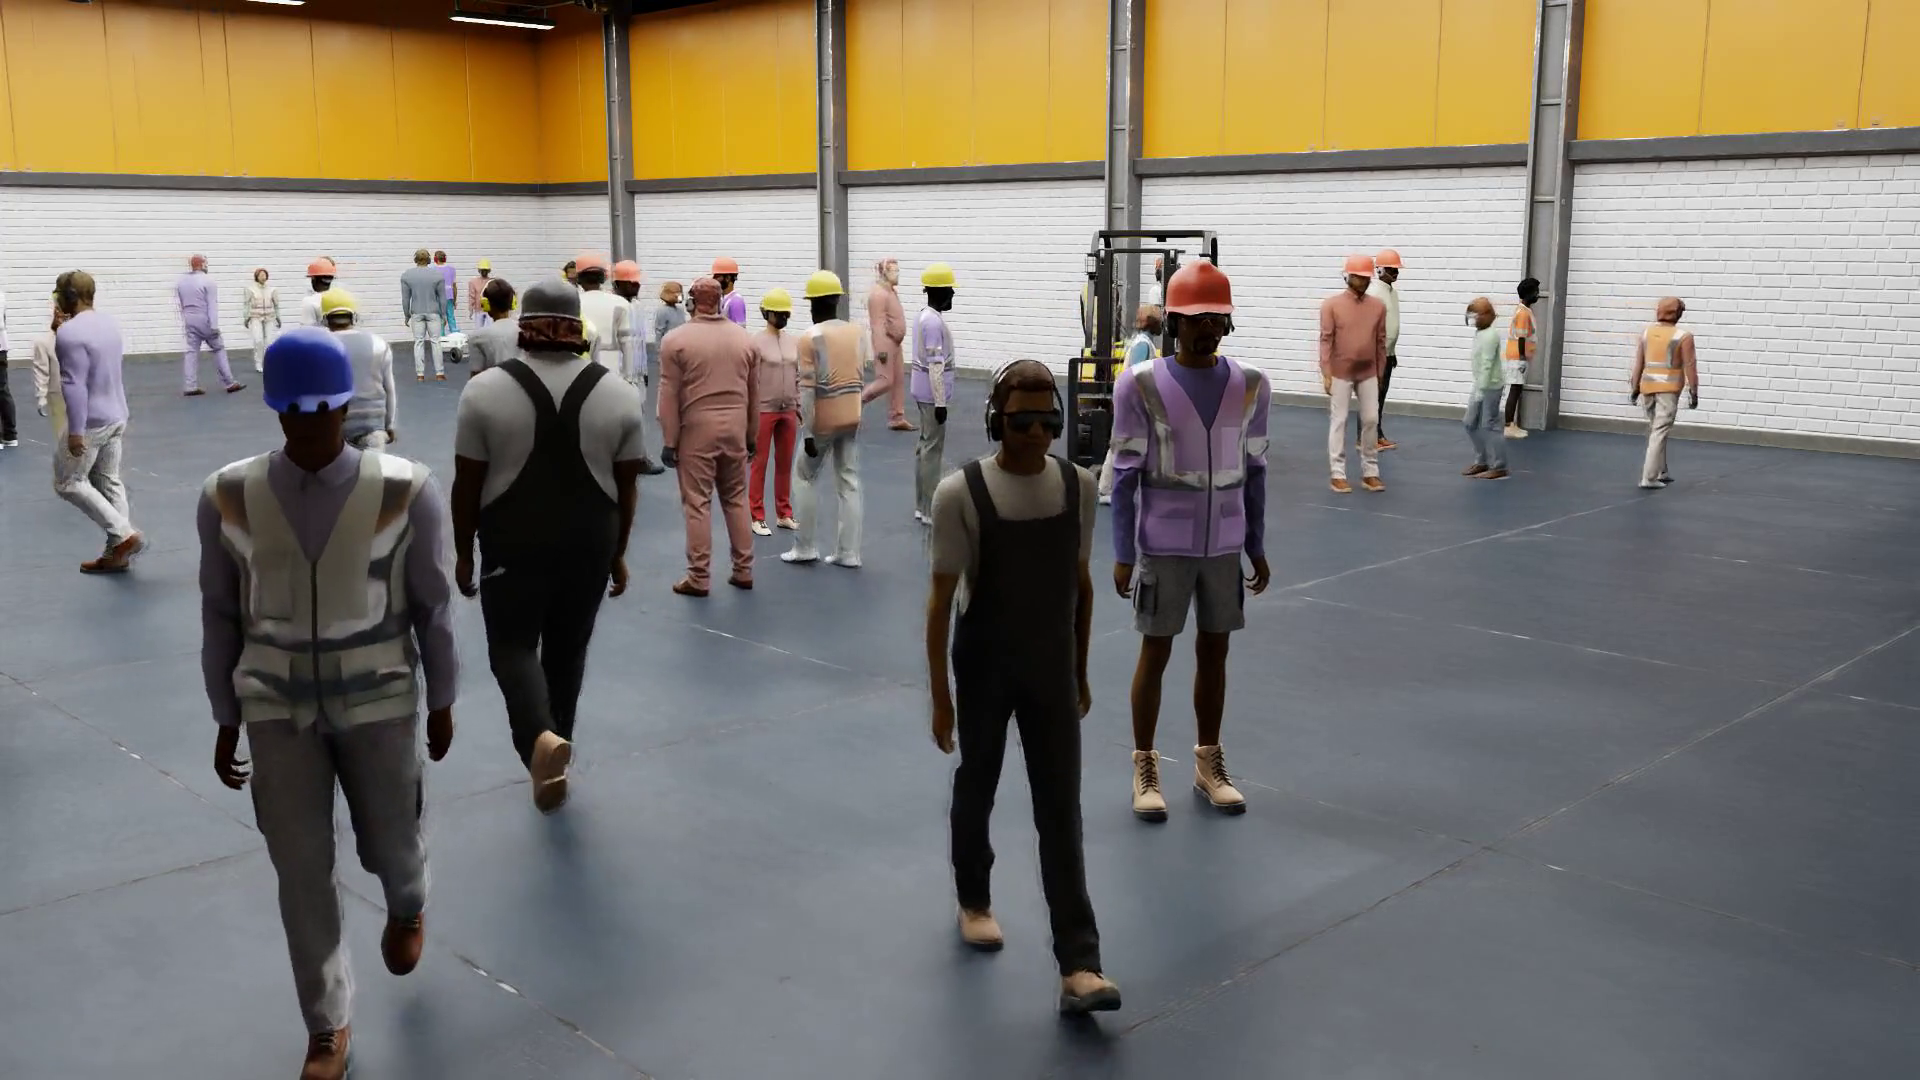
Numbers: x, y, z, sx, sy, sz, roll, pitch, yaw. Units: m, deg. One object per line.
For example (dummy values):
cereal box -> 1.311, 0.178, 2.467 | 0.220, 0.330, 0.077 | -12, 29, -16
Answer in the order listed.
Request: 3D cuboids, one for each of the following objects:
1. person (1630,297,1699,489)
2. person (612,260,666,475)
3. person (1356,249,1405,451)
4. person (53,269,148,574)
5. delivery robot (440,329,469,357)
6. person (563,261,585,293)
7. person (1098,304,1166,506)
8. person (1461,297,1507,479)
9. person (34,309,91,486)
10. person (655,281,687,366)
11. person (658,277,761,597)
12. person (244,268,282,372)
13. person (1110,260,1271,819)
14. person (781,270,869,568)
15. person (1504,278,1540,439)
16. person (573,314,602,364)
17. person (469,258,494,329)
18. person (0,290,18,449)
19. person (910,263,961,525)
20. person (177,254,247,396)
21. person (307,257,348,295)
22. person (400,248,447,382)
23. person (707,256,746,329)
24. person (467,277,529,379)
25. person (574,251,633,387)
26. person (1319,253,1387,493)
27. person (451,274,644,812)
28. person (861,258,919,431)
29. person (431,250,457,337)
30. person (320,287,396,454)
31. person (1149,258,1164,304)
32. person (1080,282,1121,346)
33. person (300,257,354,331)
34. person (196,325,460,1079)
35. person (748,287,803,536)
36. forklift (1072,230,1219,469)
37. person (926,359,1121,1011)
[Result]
person -> 6.015, -1.246, 14.090 | 0.696, 1.606, 0.552 | -6, 12, -30
person -> -3.031, -1.542, 14.890 | 0.770, 1.919, 0.554 | 3, 11, 18
person -> 4.193, -1.881, 16.524 | 0.397, 1.992, 0.621 | 8, 13, 37
person -> -5.418, -0.718, 10.375 | 0.434, 1.923, 0.649 | 0, 10, -3
delivery robot -> -8.461, -3.315, 28.021 | 0.707, 0.478, 0.477 | 9, 14, 40
person -> -4.583, -2.398, 19.816 | 0.529, 1.813, 0.992 | -5, 11, -24
person -> 1.469, -1.034, 12.988 | 0.868, 1.582, 0.560 | 1, 10, 4
person -> 4.588, -1.310, 14.460 | 0.489, 1.594, 0.522 | 0, 10, 0
person -> -7.274, -1.156, 13.631 | 0.502, 1.605, 0.746 | -5, 11, -25
person -> -3.177, -2.100, 18.771 | 0.651, 1.611, 0.513 | 3, 11, 18
person -> -1.493, -0.617, 9.954 | 0.653, 1.889, 0.430 | -7, 13, -35
person -> -10.833, -3.415, 25.878 | 0.551, 1.621, 0.405 | -9, 14, -41
person -> 0.855, 0.009, 6.087 | 0.615, 2.042, 0.372 | -3, 11, -14
person -> -0.897, -0.774, 10.733 | 0.601, 1.907, 0.660 | -9, 14, -41
person -> 5.923, -1.916, 17.558 | 0.321, 1.690, 0.530 | 4, 11, 19
person -> -3.108, -1.130, 13.026 | 0.622, 1.787, 0.990 | -10, 14, -42
person -> -7.938, -3.840, 27.863 | 0.533, 1.746, 0.587 | -1, 10, -7
person -> -9.726, -1.856, 16.626 | 0.378, 1.914, 0.609 | 1, 10, 7
person -> -0.179, -1.073, 12.305 | 0.368, 1.928, 0.585 | -2, 11, -9
person -> -10.114, -2.895, 22.390 | 0.669, 1.864, 0.914 | 4, 11, 20
person -> -7.863, -2.594, 20.776 | 0.535, 1.863, 0.312 | -4, 11, -20
person -> -7.819, -3.279, 24.305 | 0.628, 1.939, 0.375 | -2, 11, -12
person -> -2.206, -1.721, 15.809 | 0.360, 1.938, 0.543 | -4, 11, -23
person -> -3.014, -0.815, 11.111 | 0.569, 1.846, 0.575 | -7, 12, -32
person -> -2.977, -1.367, 13.712 | 0.616, 2.012, 0.803 | -5, 12, -26
person -> 3.278, -1.385, 13.855 | 0.635, 1.989, 0.433 | -2, 11, -10
person -> -1.512, -0.009, 6.194 | 0.703, 2.000, 0.812 | -4, 11, -21
person -> -0.842, -2.118, 18.108 | 0.712, 1.890, 0.654 | 3, 11, 14
person -> -9.602, -4.443, 30.903 | 0.563, 1.847, 0.390 | -10, 14, -44
person -> -3.994, -0.760, 10.965 | 0.600, 1.805, 0.858 | -6, 12, -31
person -> 2.330, -2.288, 19.052 | 0.351, 1.882, 0.581 | 9, 14, 41
person -> 1.749, -2.497, 20.301 | 0.429, 1.843, 0.633 | -8, 13, -36
person -> -5.908, -1.675, 15.593 | 0.501, 1.925, 0.571 | 6, 12, 32
person -> -1.612, 0.398, 4.307 | 0.610, 1.921, 0.670 | -2, 11, -11
person -> -1.315, -0.919, 11.910 | 0.523, 1.767, 0.318 | -10, 14, -43
forklift -> 1.804, -1.825, 15.677 | 1.214, 2.155, 2.313 | 2, 11, 13
person -> 0.167, 0.394, 4.675 | 0.538, 1.788, 0.971 | -3, 11, -17
